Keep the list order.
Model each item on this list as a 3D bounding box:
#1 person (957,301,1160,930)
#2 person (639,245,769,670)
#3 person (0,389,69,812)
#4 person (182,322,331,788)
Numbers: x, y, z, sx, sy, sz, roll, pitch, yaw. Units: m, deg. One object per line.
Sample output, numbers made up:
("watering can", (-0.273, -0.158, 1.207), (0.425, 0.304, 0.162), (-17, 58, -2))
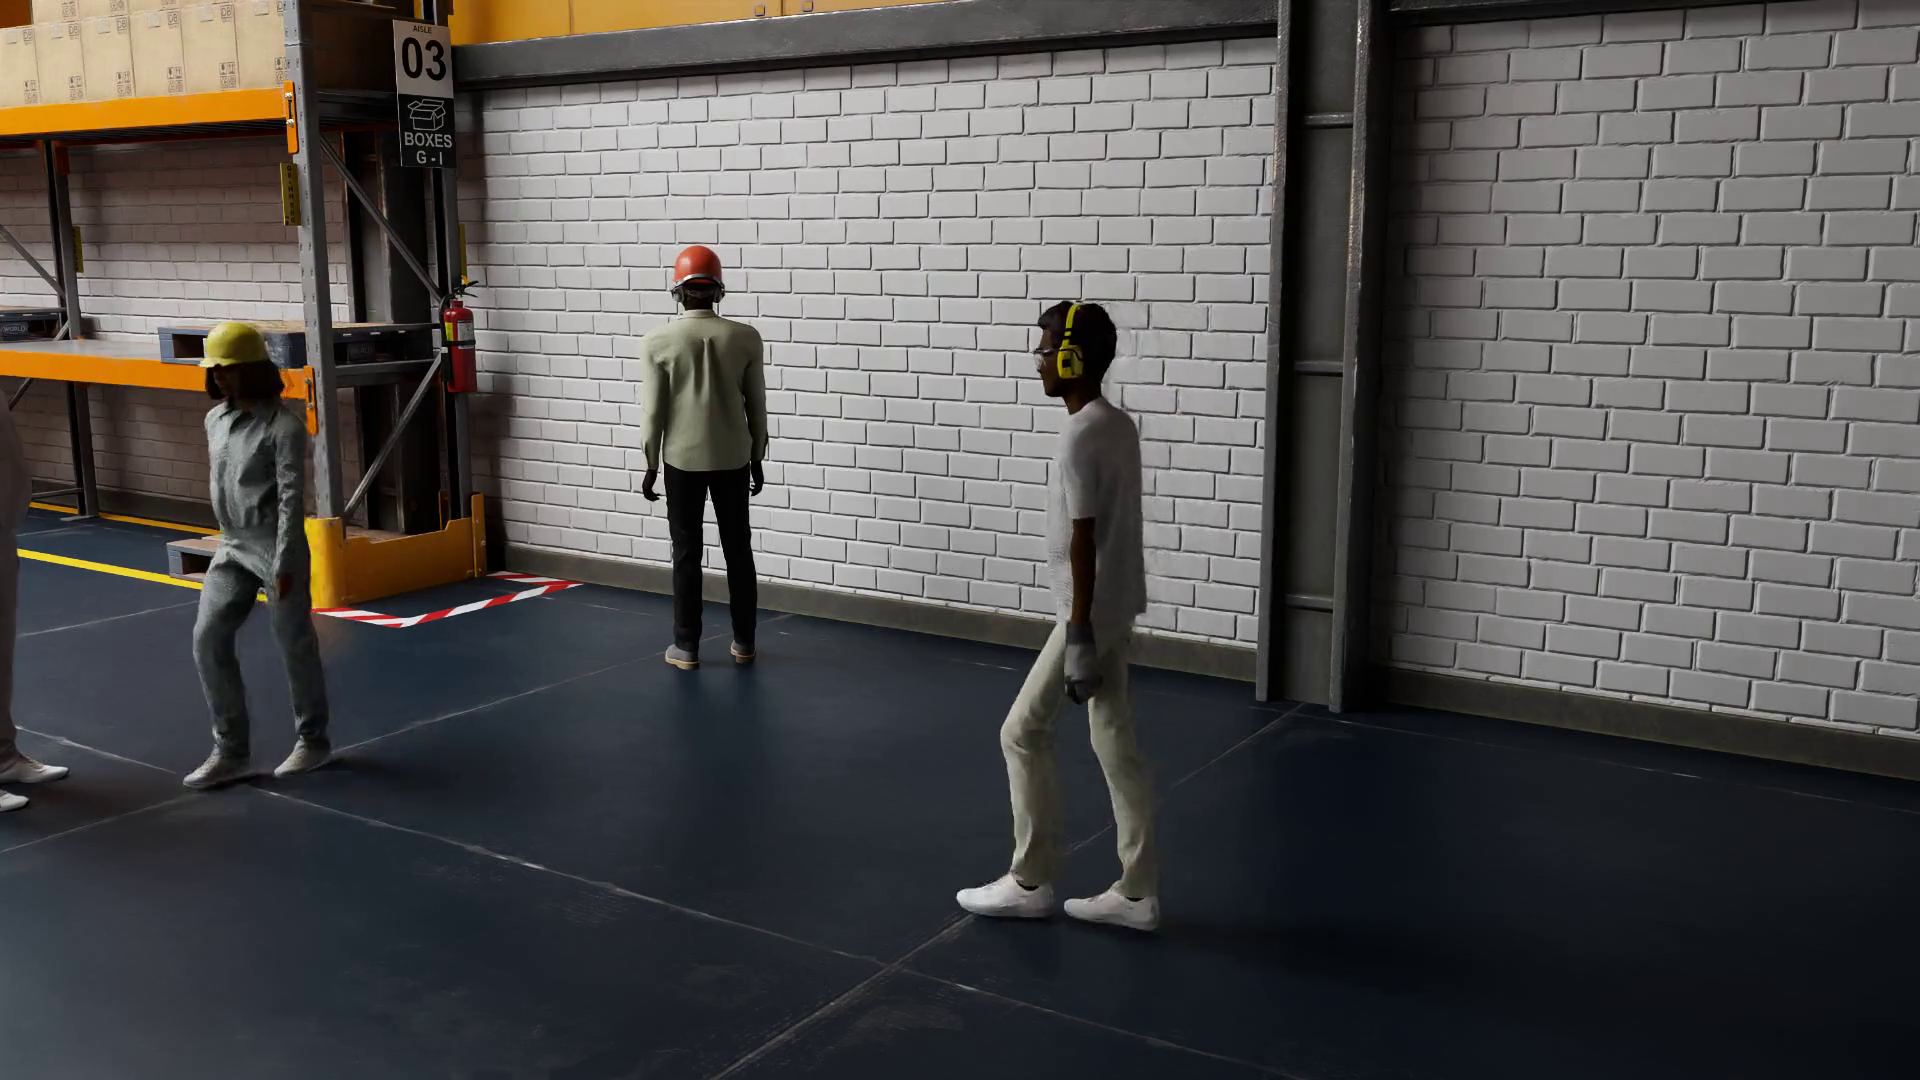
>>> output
("person", (0.283, 0.232, 4.885), (0.750, 1.840, 0.572), (4, 11, 23))
("person", (-1.209, -0.382, 7.871), (0.611, 1.996, 0.379), (-4, 11, -22))
("person", (-3.511, 0.022, 5.923), (0.399, 1.897, 0.647), (-2, 10, -12))
("person", (-2.626, 0.069, 6.106), (0.505, 1.719, 0.673), (5, 11, 24))
